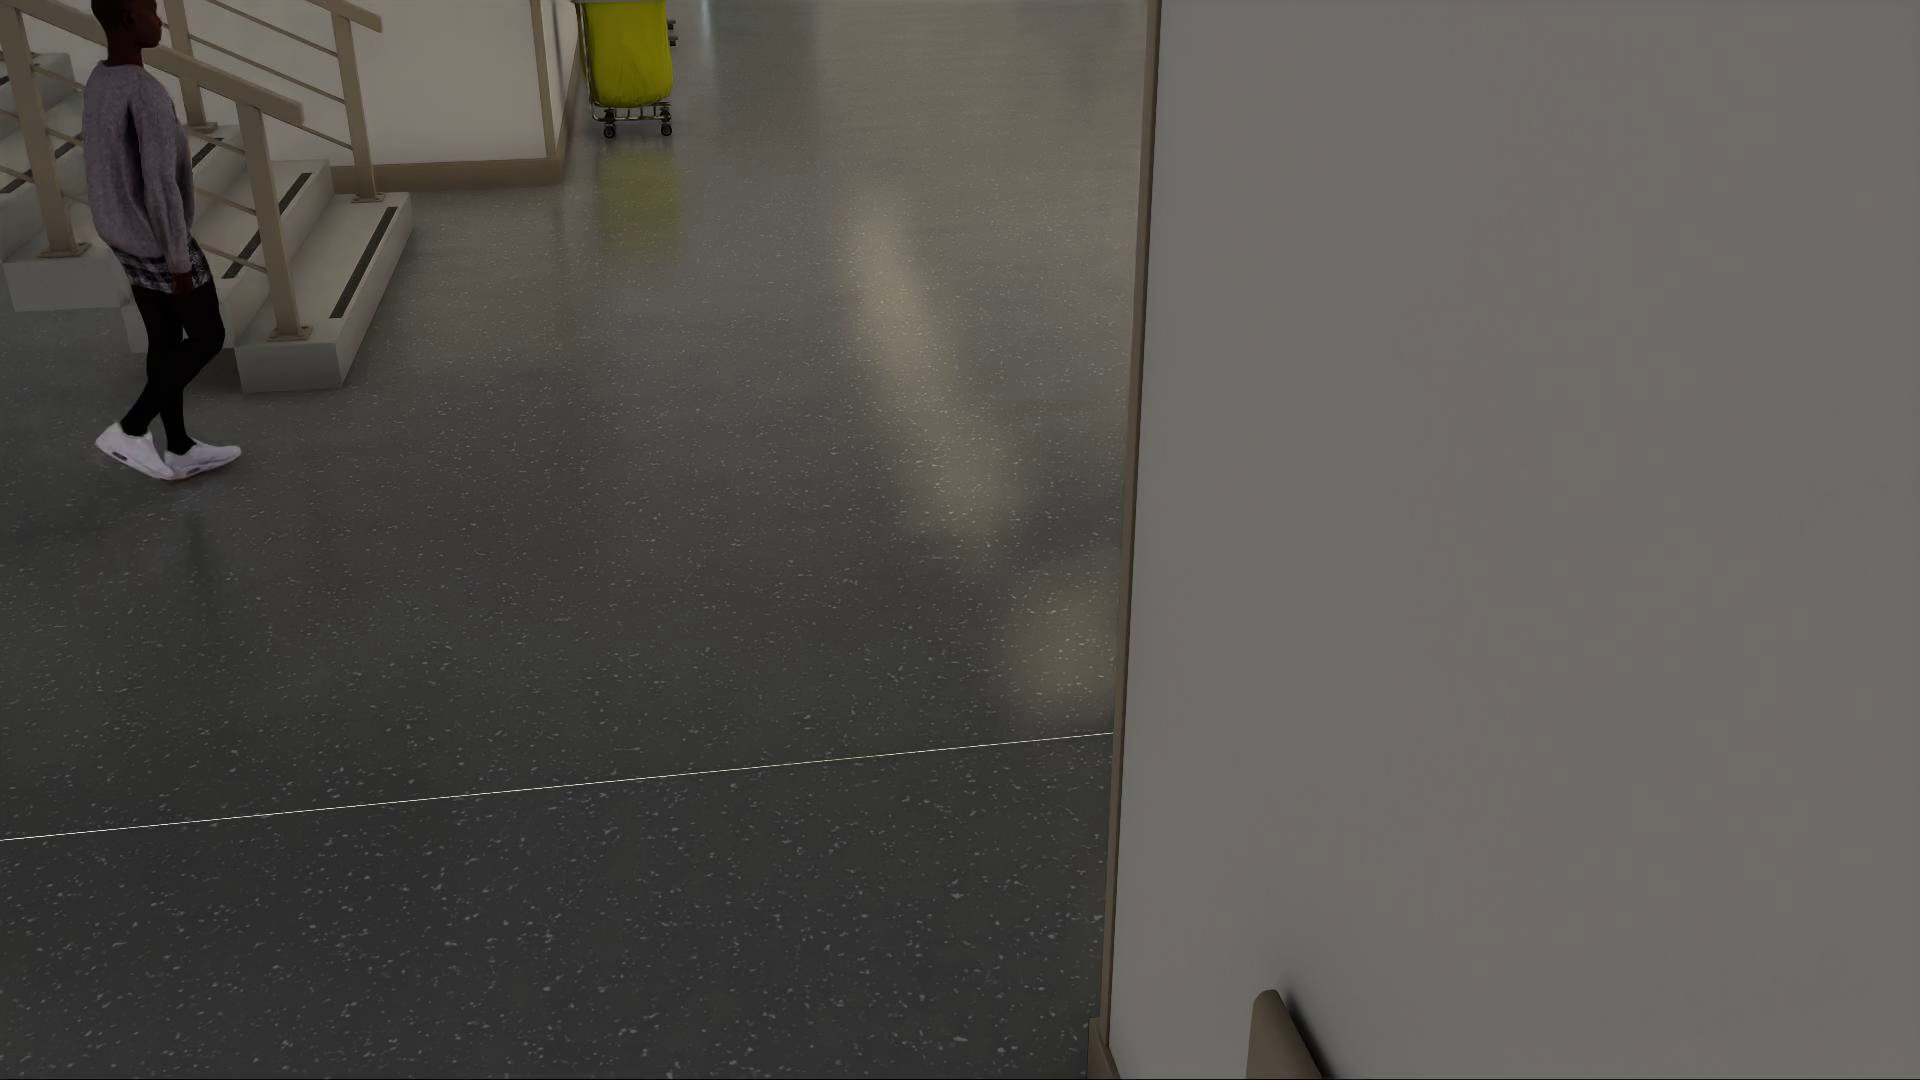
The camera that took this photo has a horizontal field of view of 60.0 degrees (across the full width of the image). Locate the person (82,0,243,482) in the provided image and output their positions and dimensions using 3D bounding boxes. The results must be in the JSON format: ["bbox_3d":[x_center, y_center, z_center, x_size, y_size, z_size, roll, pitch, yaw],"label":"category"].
[{"bbox_3d":[-2.886,-1.006,5.756,0.861,1.756,0.930,20,32,36],"label":"person"}]
